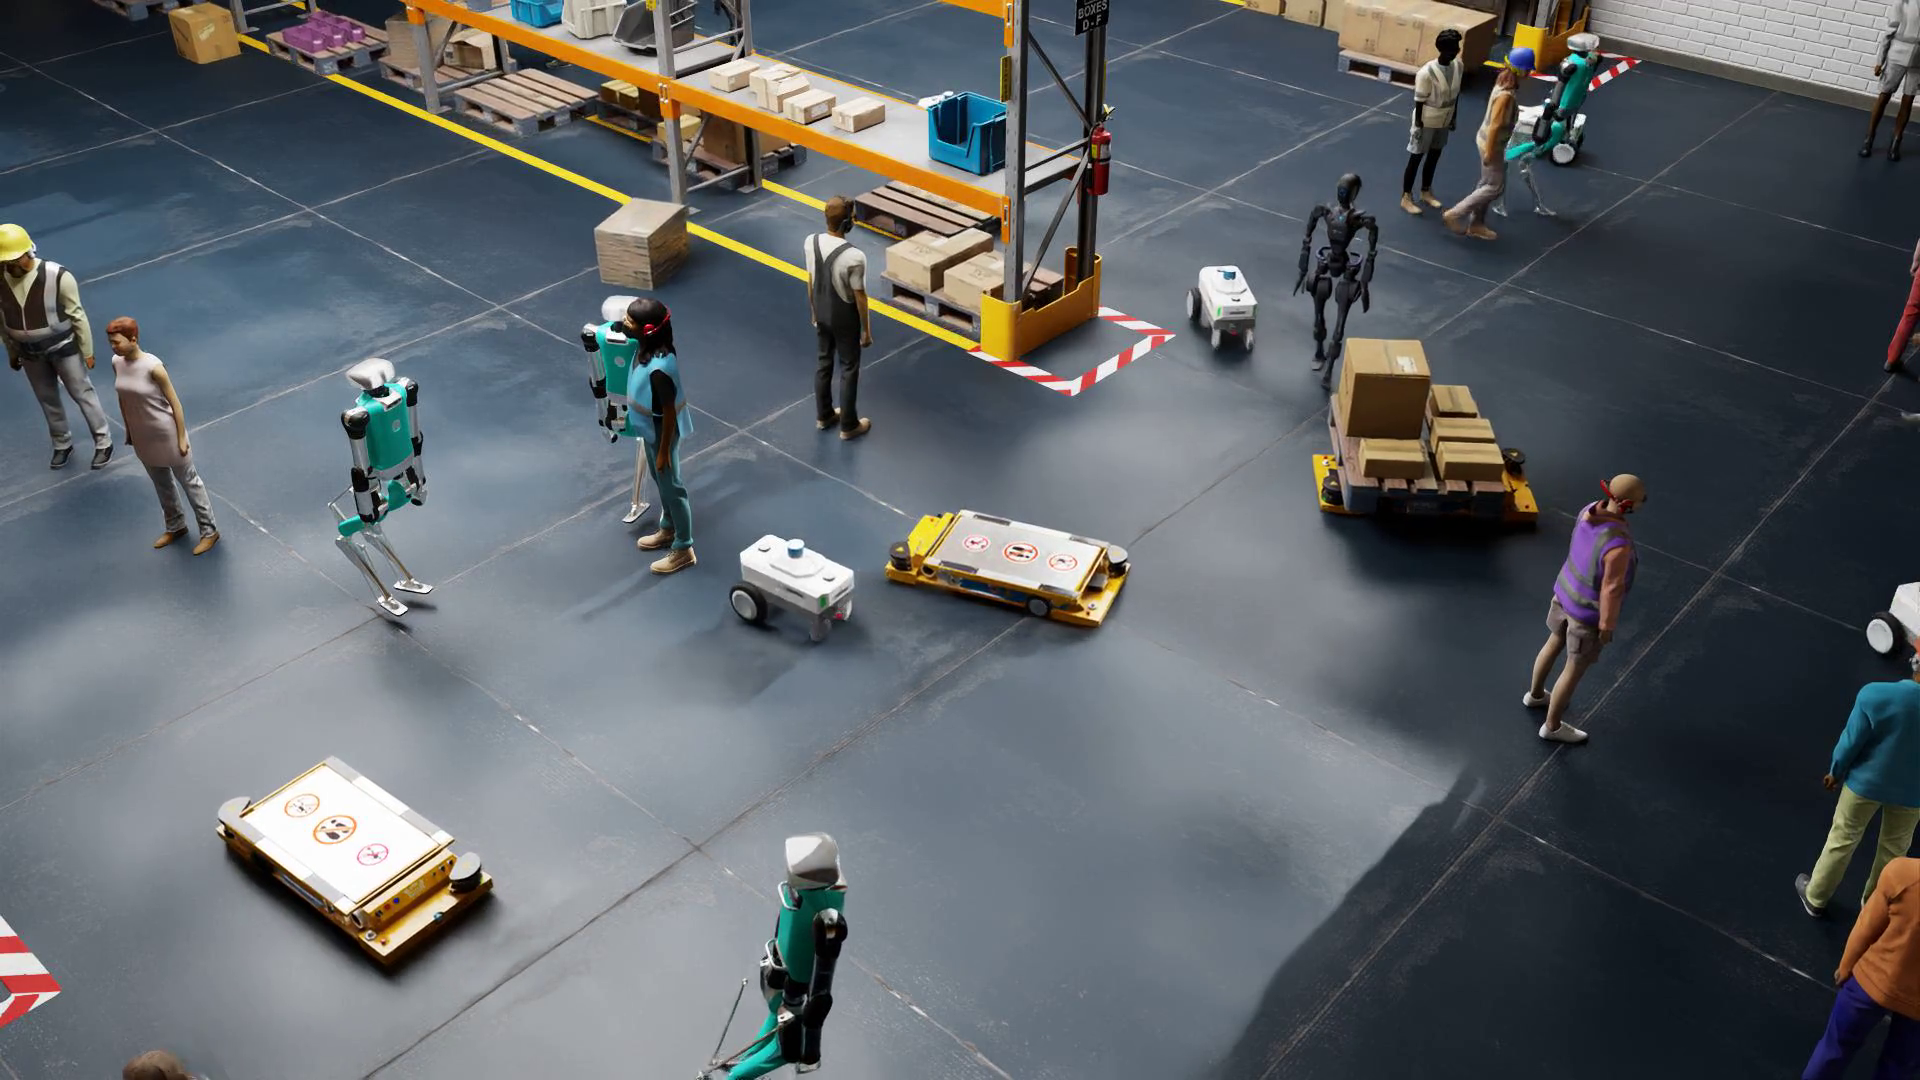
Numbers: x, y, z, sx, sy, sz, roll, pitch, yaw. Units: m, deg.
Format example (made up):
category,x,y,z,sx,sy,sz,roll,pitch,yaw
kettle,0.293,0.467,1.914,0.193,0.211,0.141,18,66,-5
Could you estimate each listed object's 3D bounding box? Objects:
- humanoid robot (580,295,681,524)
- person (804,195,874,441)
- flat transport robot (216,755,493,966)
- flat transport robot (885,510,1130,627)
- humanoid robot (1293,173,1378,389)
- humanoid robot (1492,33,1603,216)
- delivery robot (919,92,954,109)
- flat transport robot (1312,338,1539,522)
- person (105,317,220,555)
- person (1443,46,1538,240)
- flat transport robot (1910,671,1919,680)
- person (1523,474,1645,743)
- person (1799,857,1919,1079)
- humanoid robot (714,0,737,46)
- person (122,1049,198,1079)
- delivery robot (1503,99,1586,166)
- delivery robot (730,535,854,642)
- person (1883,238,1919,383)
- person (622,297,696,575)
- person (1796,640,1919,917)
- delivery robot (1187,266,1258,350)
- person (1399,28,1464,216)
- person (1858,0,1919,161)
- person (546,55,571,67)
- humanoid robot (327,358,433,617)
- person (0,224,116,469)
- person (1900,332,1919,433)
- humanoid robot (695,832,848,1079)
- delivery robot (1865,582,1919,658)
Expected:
category,x,y,z,sx,sy,sz,roll,pitch,yaw
humanoid robot,-2.014,-0.886,10.689,0.533,1.673,0.735,7,35,9
person,-0.837,-1.548,11.680,0.519,1.834,0.364,21,40,27
flat transport robot,-3.117,1.591,8.506,1.431,0.231,0.659,24,41,30
flat transport robot,0.306,0.154,10.587,1.431,0.231,0.659,13,37,18
humanoid robot,2.776,-1.935,12.385,0.593,1.642,0.618,16,38,22
humanoid robot,5.179,-3.719,14.952,0.533,1.796,0.857,-25,42,-32
delivery robot,-0.094,-4.145,16.581,0.499,0.614,0.804,-21,40,-27
flat transport robot,3.173,-0.404,11.396,1.431,0.231,0.659,3,35,4
person,-5.085,-0.657,10.534,0.463,1.659,0.273,10,36,14
person,4.642,-3.432,14.463,0.469,1.751,0.506,11,36,15
flat transport robot,5.703,1.284,8.950,0.659,0.231,1.431,-26,42,-32
person,3.407,0.360,9.043,0.354,1.685,0.486,-2,35,-3
person,3.833,1.793,6.721,0.518,1.972,0.404,19,39,26
humanoid robot,-2.462,-6.101,18.434,0.723,1.631,0.606,29,44,35
person,-2.756,2.431,6.100,0.832,1.604,0.470,-10,36,-13
delivery robot,5.778,-4.058,16.420,0.759,0.575,0.499,14,37,20
delivery robot,-1.013,0.259,10.198,0.783,0.611,0.518,23,41,29
person,7.383,-2.020,12.427,0.515,1.757,0.332,26,42,32
person,-1.873,-0.657,10.357,0.391,1.866,0.519,-14,37,-19
person,4.411,1.120,7.880,0.558,1.751,0.324,10,36,14
delivery robot,2.132,-1.904,13.333,0.499,0.613,0.807,-3,35,-4
person,4.281,-3.785,15.039,0.532,1.693,0.320,-19,39,-26
person,9.163,-4.632,16.065,0.548,1.927,0.390,13,37,18
person,-4.557,-6.129,18.394,0.341,1.744,0.555,-7,35,-10
humanoid robot,-3.529,-0.349,9.912,0.735,1.671,0.533,16,38,22
person,-6.221,-1.315,11.352,0.595,1.824,0.403,-1,35,-1
person,6.988,-1.450,11.520,0.556,1.841,0.817,-8,35,-11
humanoid robot,-0.820,1.931,6.692,0.896,1.730,0.531,-11,36,-16
delivery robot,5.781,0.564,9.754,0.499,0.608,0.799,-8,35,-11
